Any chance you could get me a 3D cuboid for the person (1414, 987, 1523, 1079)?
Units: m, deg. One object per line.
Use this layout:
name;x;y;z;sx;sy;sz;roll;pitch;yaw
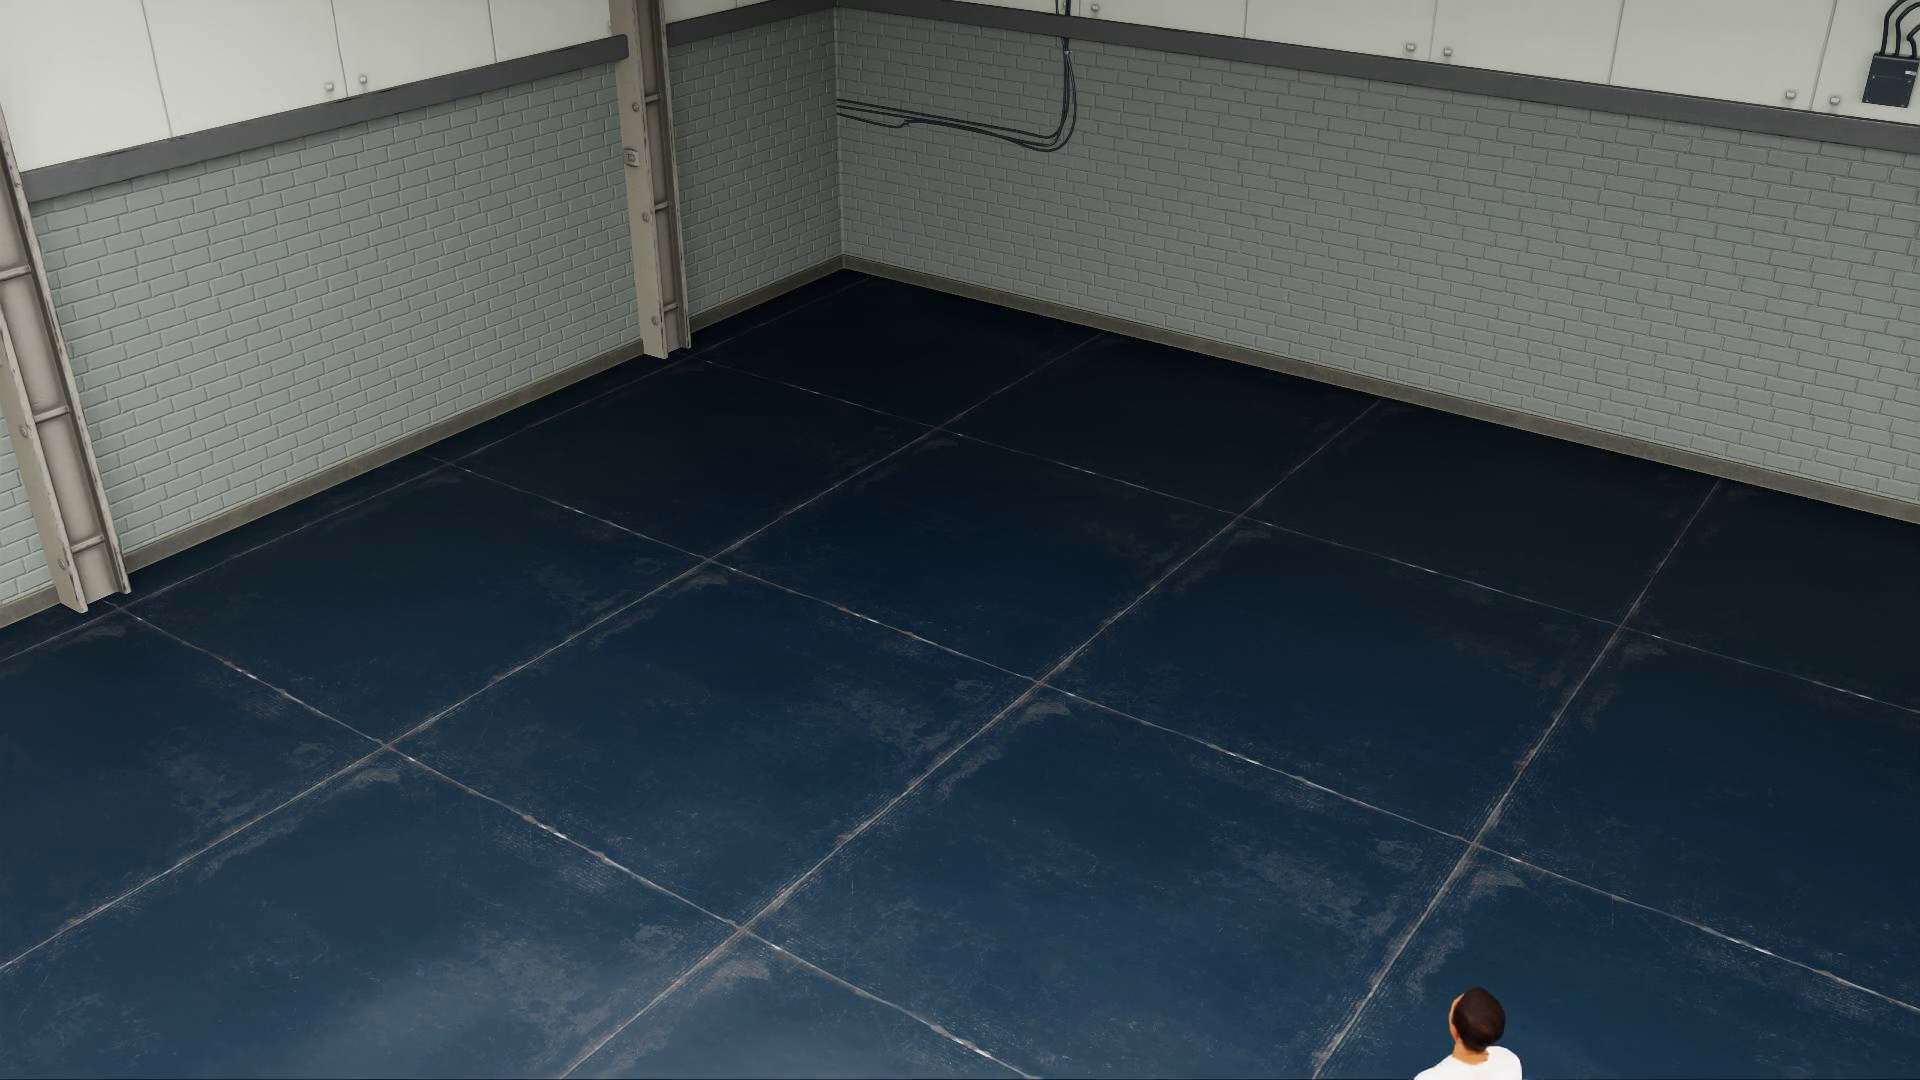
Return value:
person;1.947;2.506;6.418;1.152;1.765;1.131;-9;29;-16
